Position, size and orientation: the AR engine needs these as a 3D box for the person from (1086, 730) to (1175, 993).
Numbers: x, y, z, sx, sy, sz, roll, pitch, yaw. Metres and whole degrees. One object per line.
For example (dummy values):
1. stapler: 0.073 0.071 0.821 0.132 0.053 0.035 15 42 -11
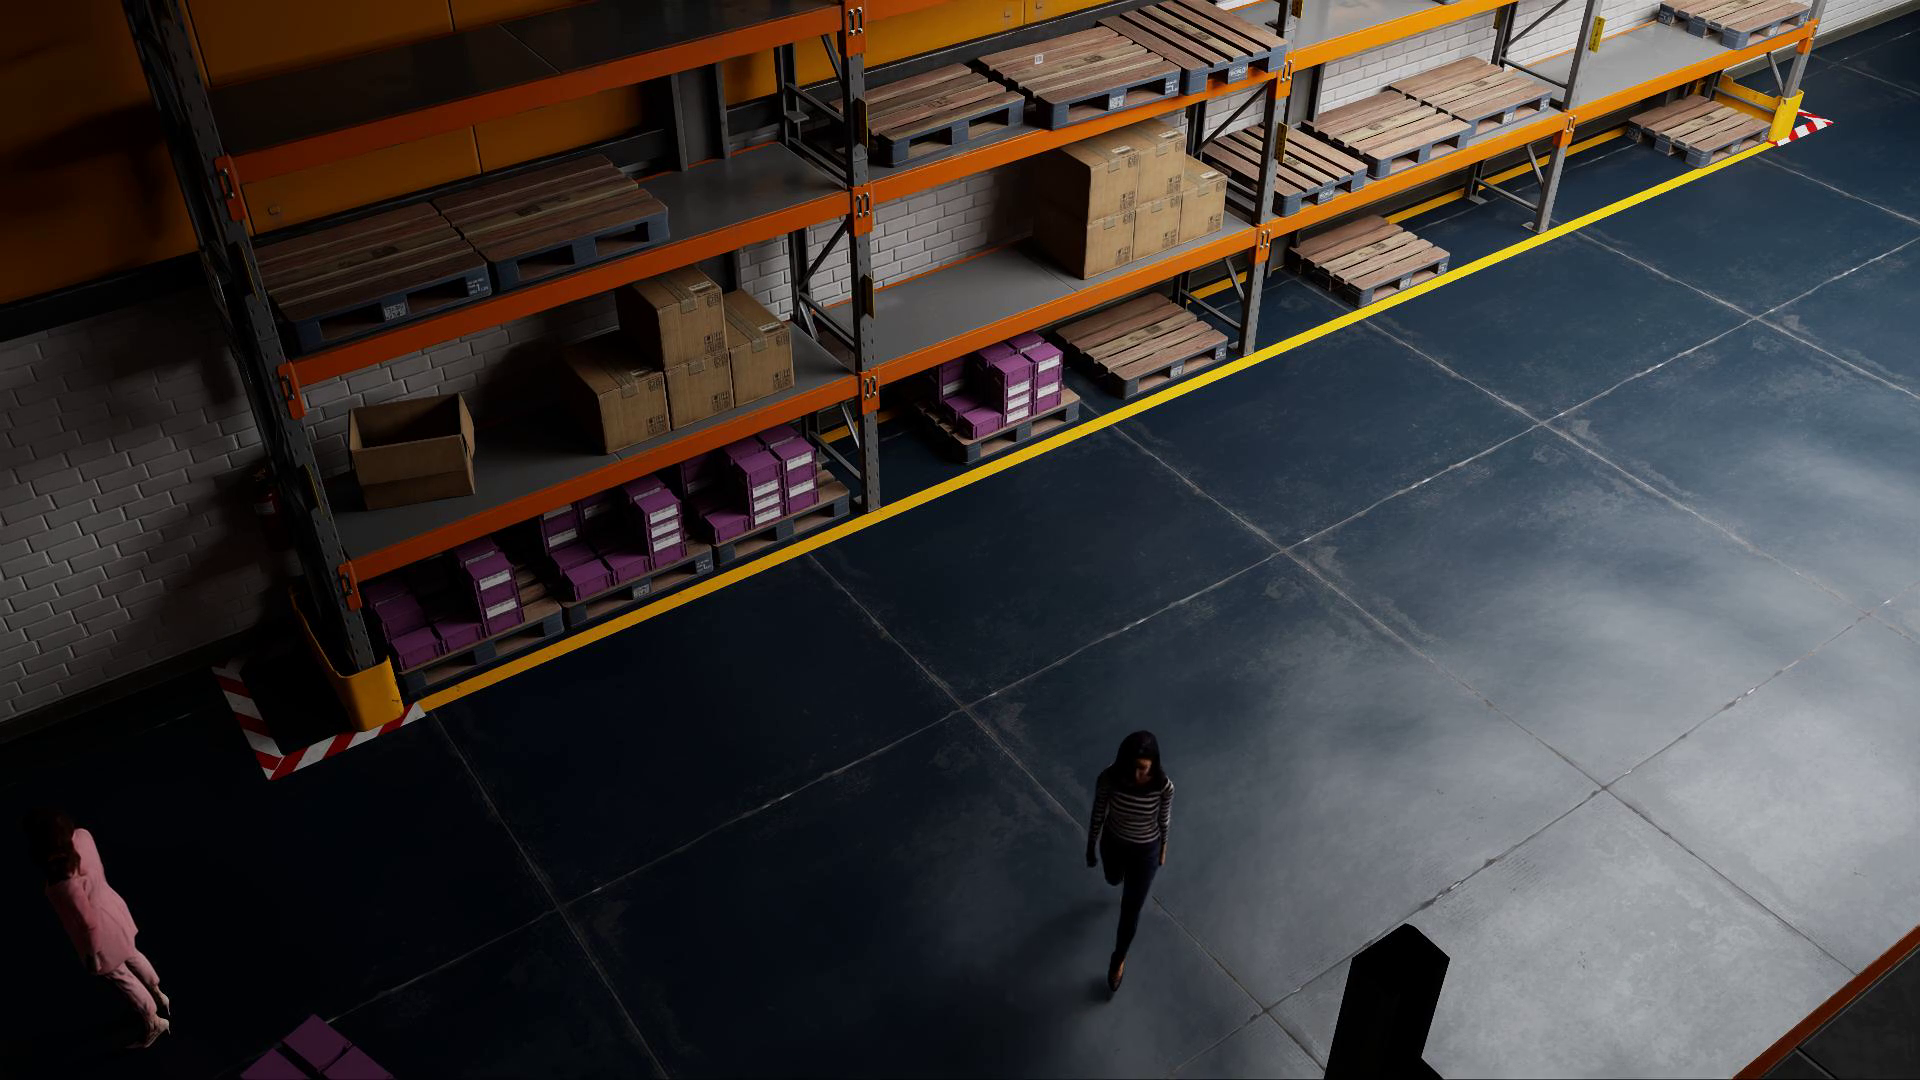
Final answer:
1. person: 0.960 1.684 9.349 1.064 1.767 1.134 7 39 8

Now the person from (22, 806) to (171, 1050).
1. person: -4.572 2.056 8.855 0.649 1.802 0.685 -8 39 -10
